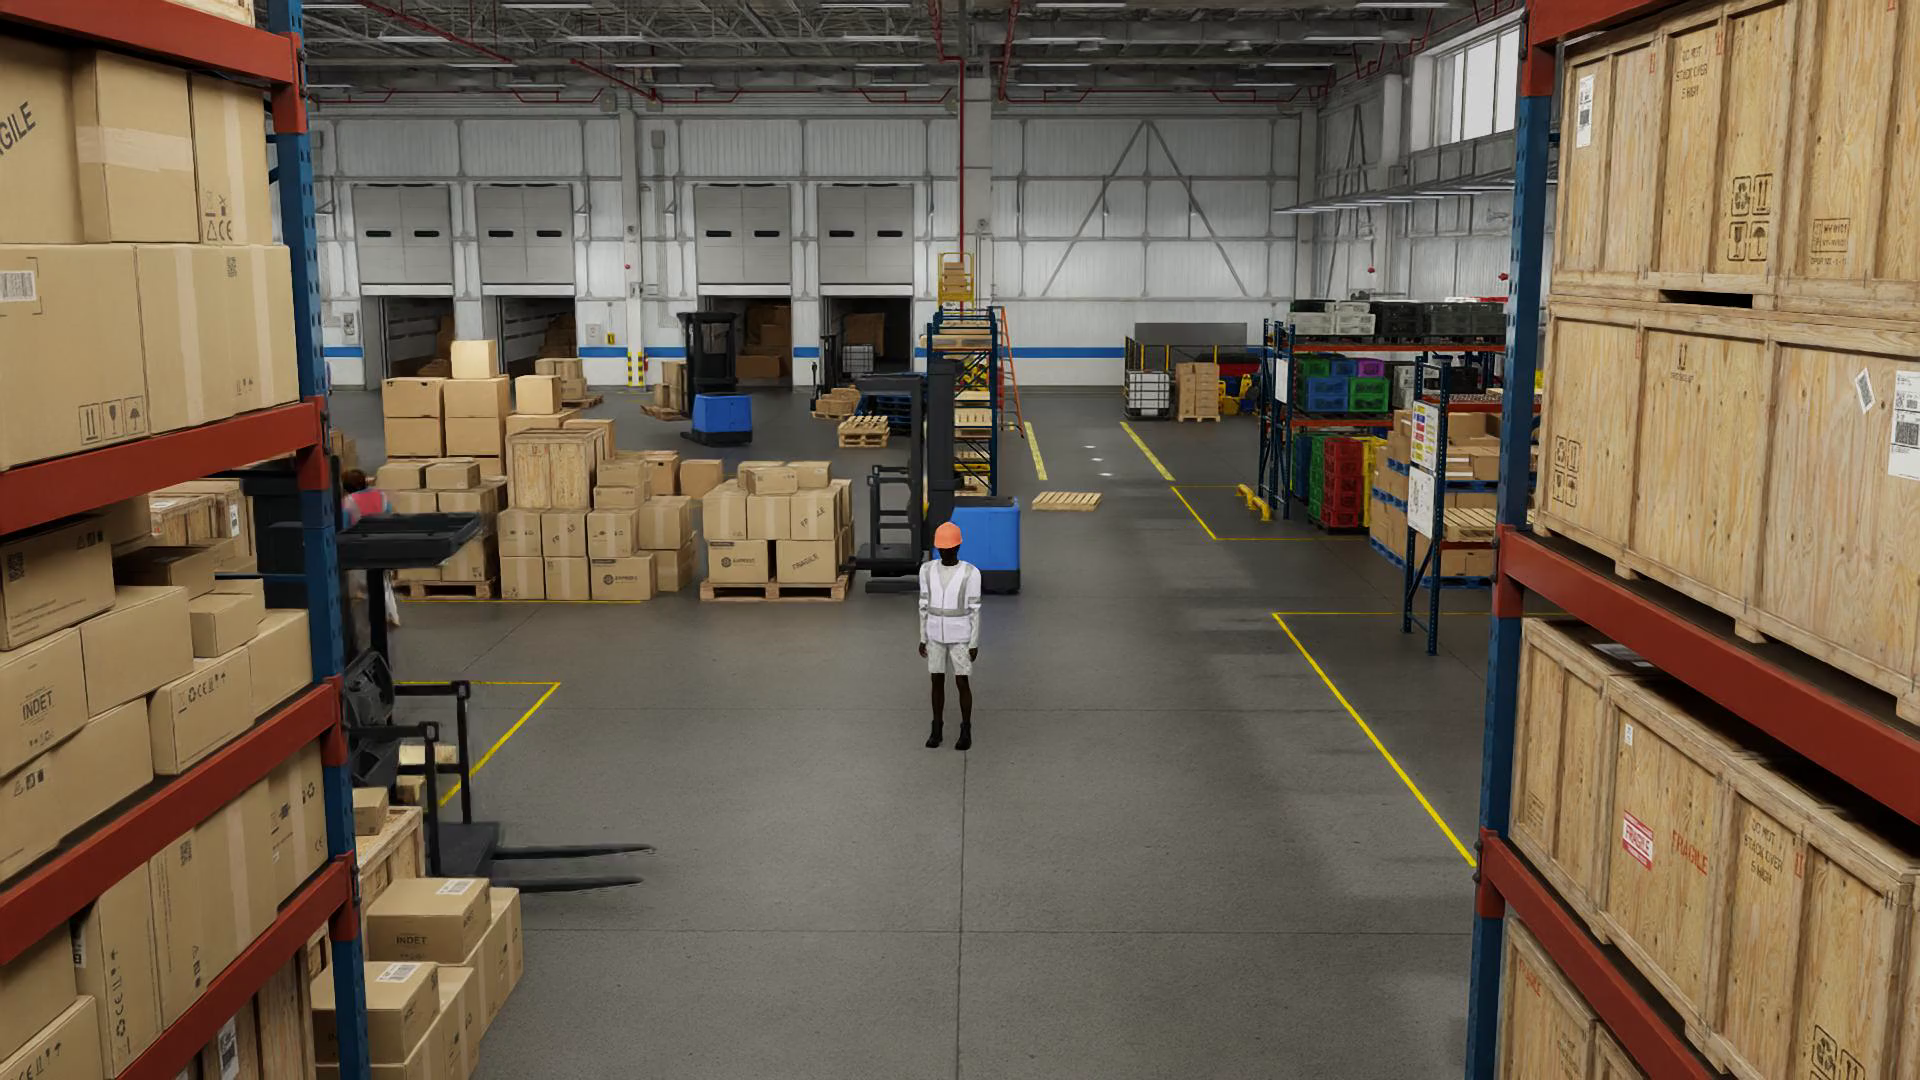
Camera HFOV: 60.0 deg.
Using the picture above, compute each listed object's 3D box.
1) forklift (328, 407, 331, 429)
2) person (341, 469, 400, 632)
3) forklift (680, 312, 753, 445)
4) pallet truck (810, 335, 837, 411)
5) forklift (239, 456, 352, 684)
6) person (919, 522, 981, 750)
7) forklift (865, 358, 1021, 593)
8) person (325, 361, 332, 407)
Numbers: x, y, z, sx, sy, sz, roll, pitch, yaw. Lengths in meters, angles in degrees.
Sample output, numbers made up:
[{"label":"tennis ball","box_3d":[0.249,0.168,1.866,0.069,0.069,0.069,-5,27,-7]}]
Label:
[{"label":"forklift","box_3d":[-13.013,-2.834,32.054,1.129,2.768,1.873,0,10,1]},{"label":"person","box_3d":[-6.487,0.118,18.124,0.438,1.813,0.672,6,12,32]},{"label":"forklift","box_3d":[-5.312,-3.541,36.133,1.129,2.768,1.873,-5,11,-25]},{"label":"pallet truck","box_3d":[-3.021,-4.312,43.126,1.885,1.965,0.823,3,10,17]},{"label":"forklift","box_3d":[-4.145,0.892,10.558,1.873,2.768,1.129,-1,10,-6]},{"label":"person","box_3d":[-0.095,0.801,13.845,0.541,1.930,0.388,4,10,20]},{"label":"forklift","box_3d":[-0.198,-0.808,20.366,1.873,2.768,1.129,0,10,1]},{"label":"person","box_3d":[-15.037,-3.576,39.058,0.552,1.935,0.360,-4,11,-22]}]
